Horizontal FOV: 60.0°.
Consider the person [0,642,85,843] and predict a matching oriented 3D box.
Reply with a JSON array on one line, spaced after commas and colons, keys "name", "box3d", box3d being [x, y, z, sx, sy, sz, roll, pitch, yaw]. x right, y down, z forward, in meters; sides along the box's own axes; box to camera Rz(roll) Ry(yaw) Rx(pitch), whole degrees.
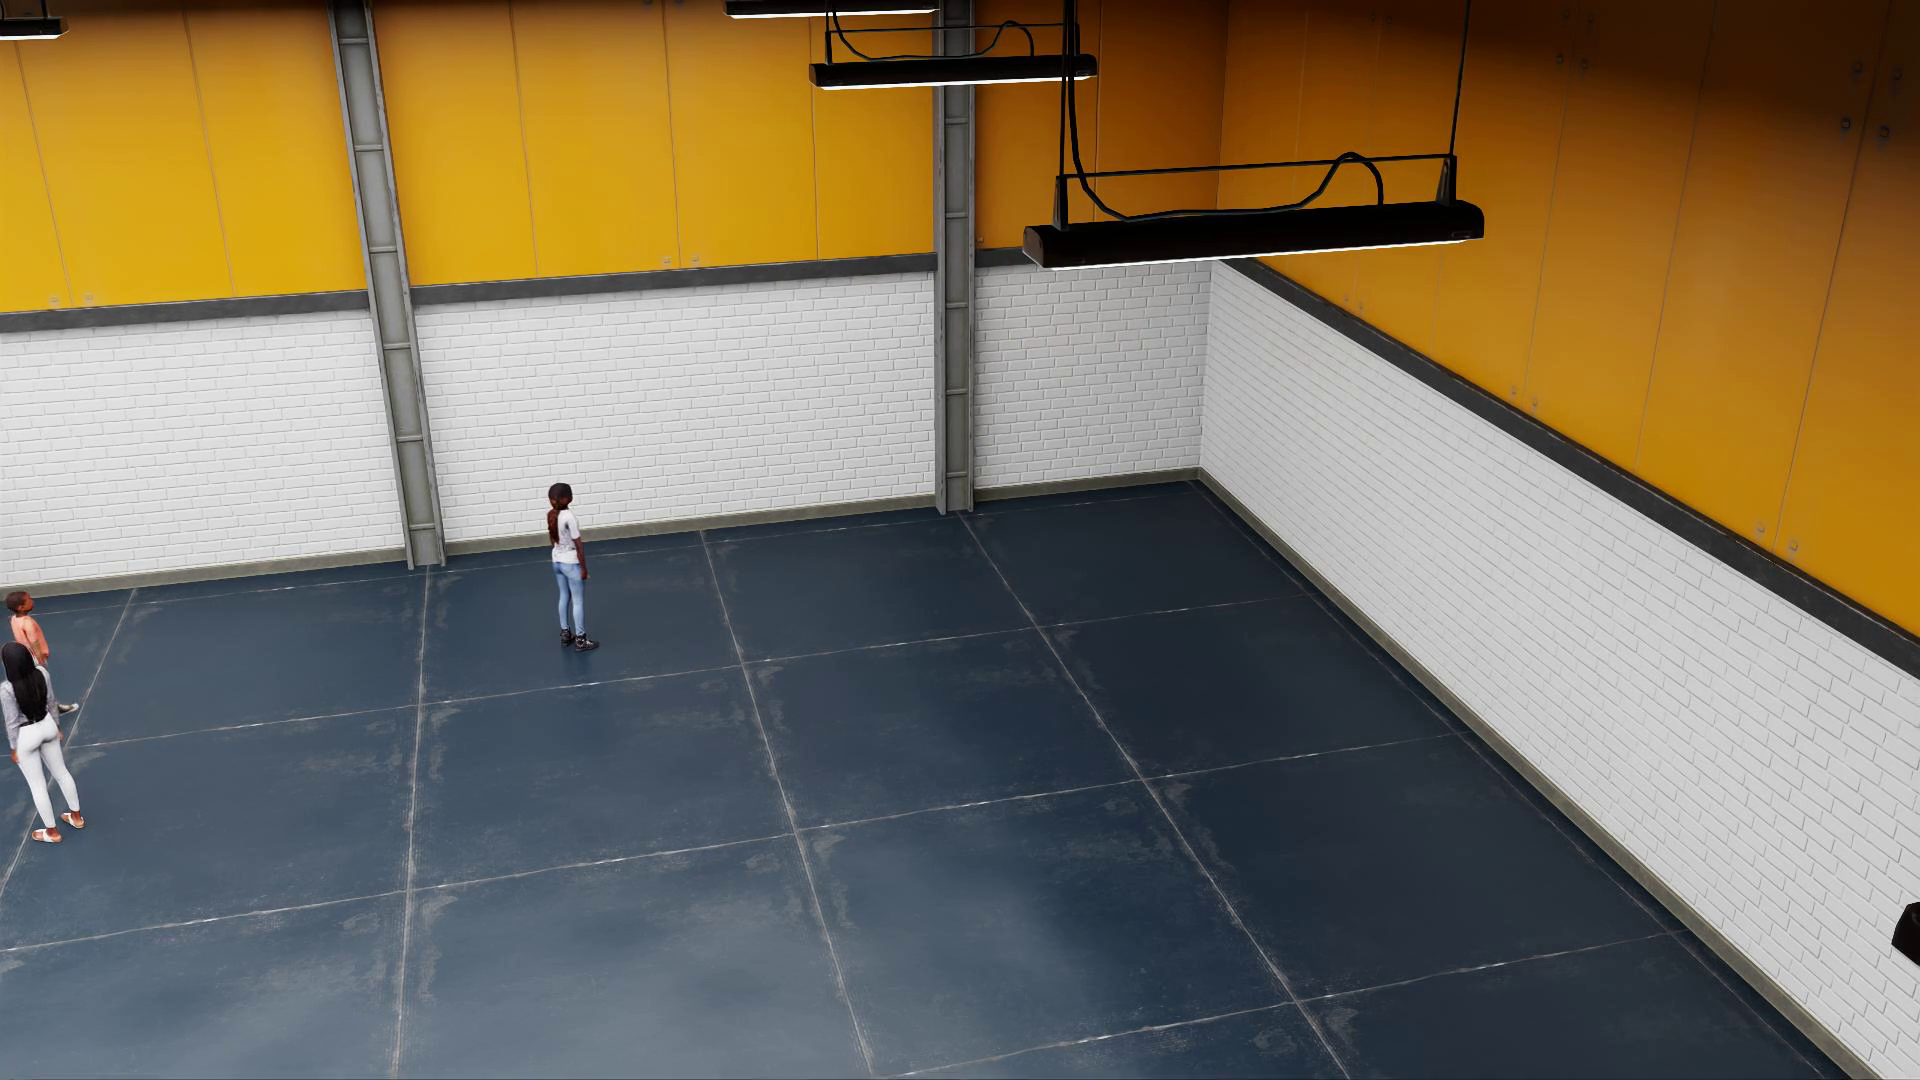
[{"name": "person", "box3d": [-7.290, 1.571, 13.118, 0.706, 1.724, 0.670, 10, 26, 22]}]

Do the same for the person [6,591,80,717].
[{"name": "person", "box3d": [-8.291, 1.073, 14.792, 0.744, 1.295, 0.895, 21, 31, 39]}]

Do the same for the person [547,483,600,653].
[{"name": "person", "box3d": [-3.806, 0.246, 16.154, 0.668, 1.719, 0.692, 19, 30, 37]}]
